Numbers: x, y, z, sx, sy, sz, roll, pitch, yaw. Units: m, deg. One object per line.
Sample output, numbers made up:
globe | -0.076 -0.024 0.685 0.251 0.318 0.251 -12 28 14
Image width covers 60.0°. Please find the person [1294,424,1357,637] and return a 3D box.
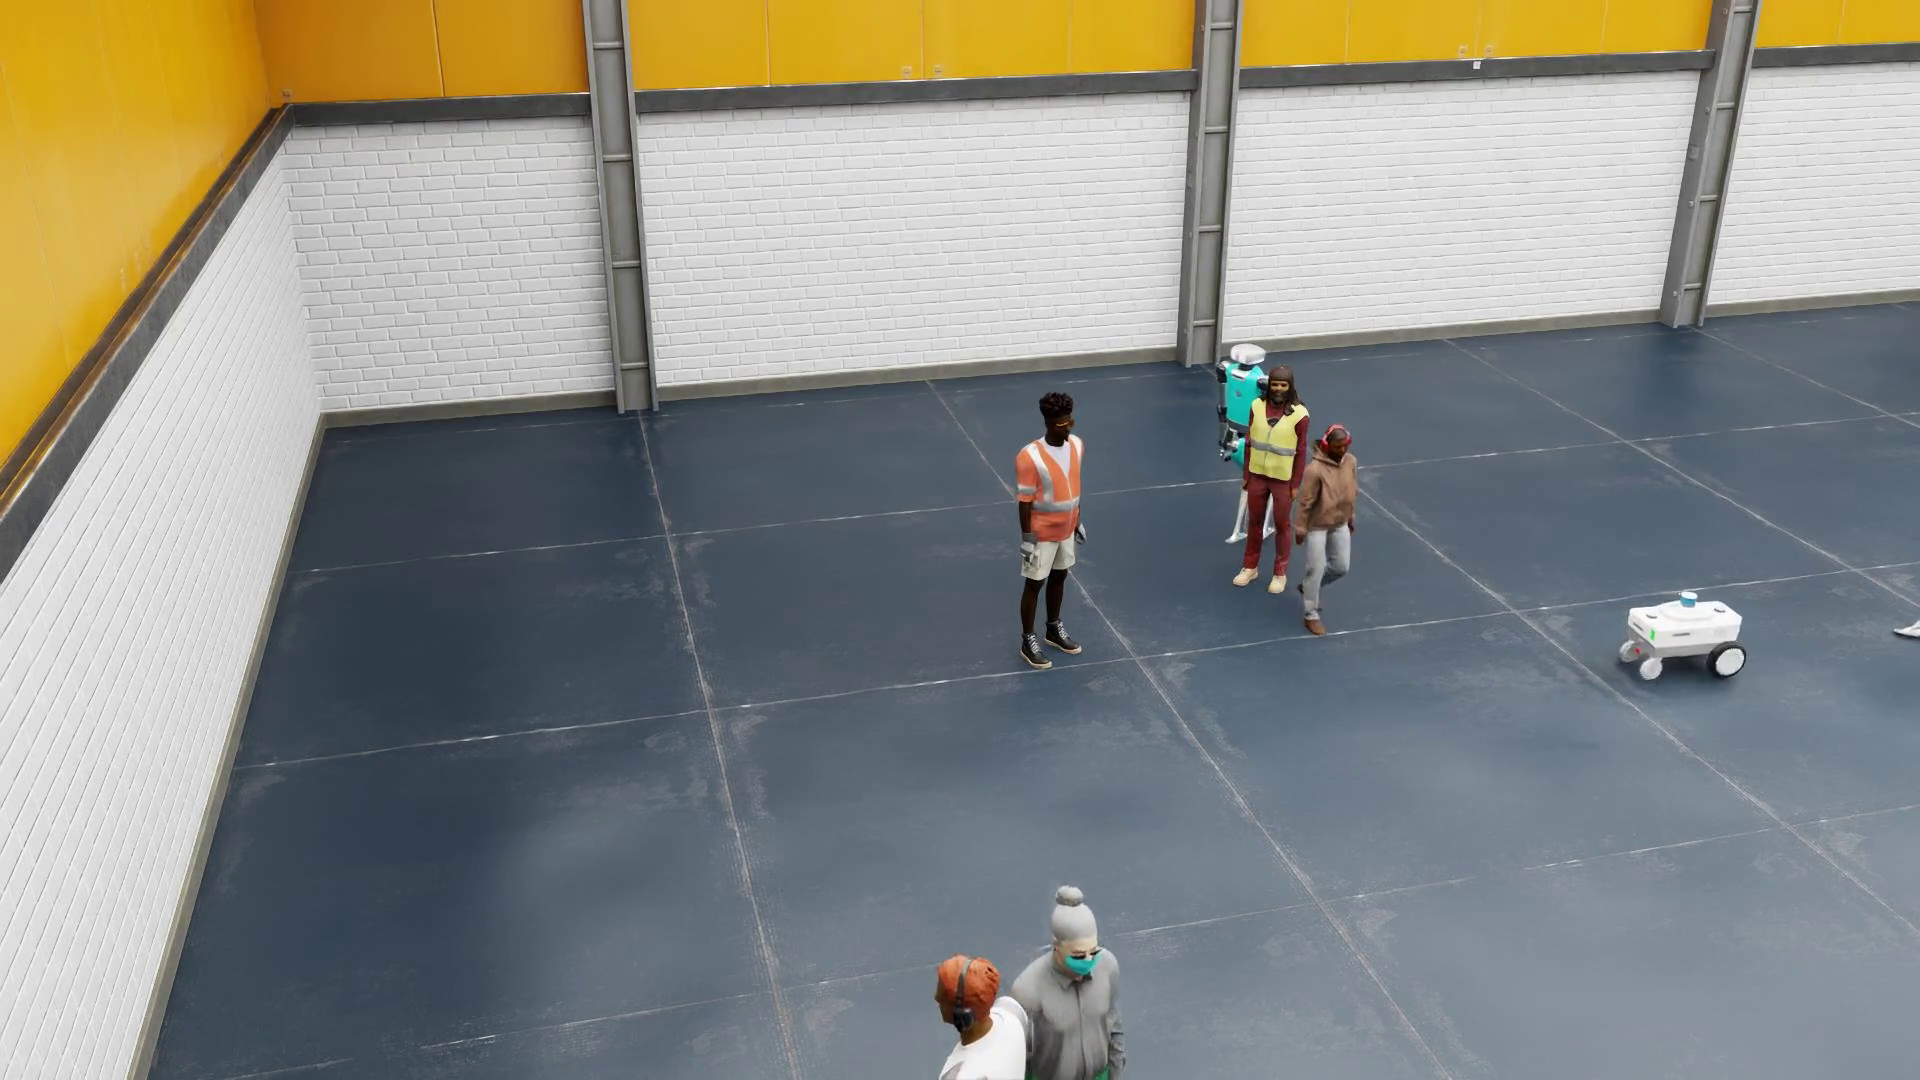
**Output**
person | 2.588 -0.114 11.925 0.487 1.625 0.489 -11 26 -23

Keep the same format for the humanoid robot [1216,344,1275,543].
humanoid robot | 2.411 -0.771 13.286 0.844 1.749 0.555 -21 31 -39

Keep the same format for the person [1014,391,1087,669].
person | 0.635 -0.085 11.450 0.602 1.966 0.367 -21 31 -39

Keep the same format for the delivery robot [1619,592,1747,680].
delivery robot | 5.009 0.644 11.528 0.774 0.583 0.499 -4 24 -9

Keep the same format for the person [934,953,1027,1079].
person | 0.061 2.316 6.115 0.354 1.878 0.565 11 26 24

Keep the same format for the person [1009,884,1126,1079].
person | 0.374 2.123 6.609 0.504 1.828 0.500 -15 28 -31

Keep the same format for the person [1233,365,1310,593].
person | 2.360 -0.468 12.562 0.475 1.768 0.372 13 27 28

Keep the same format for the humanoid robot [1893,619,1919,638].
humanoid robot | 7.121 -0.016 11.619 0.935 1.806 0.539 10 26 21
